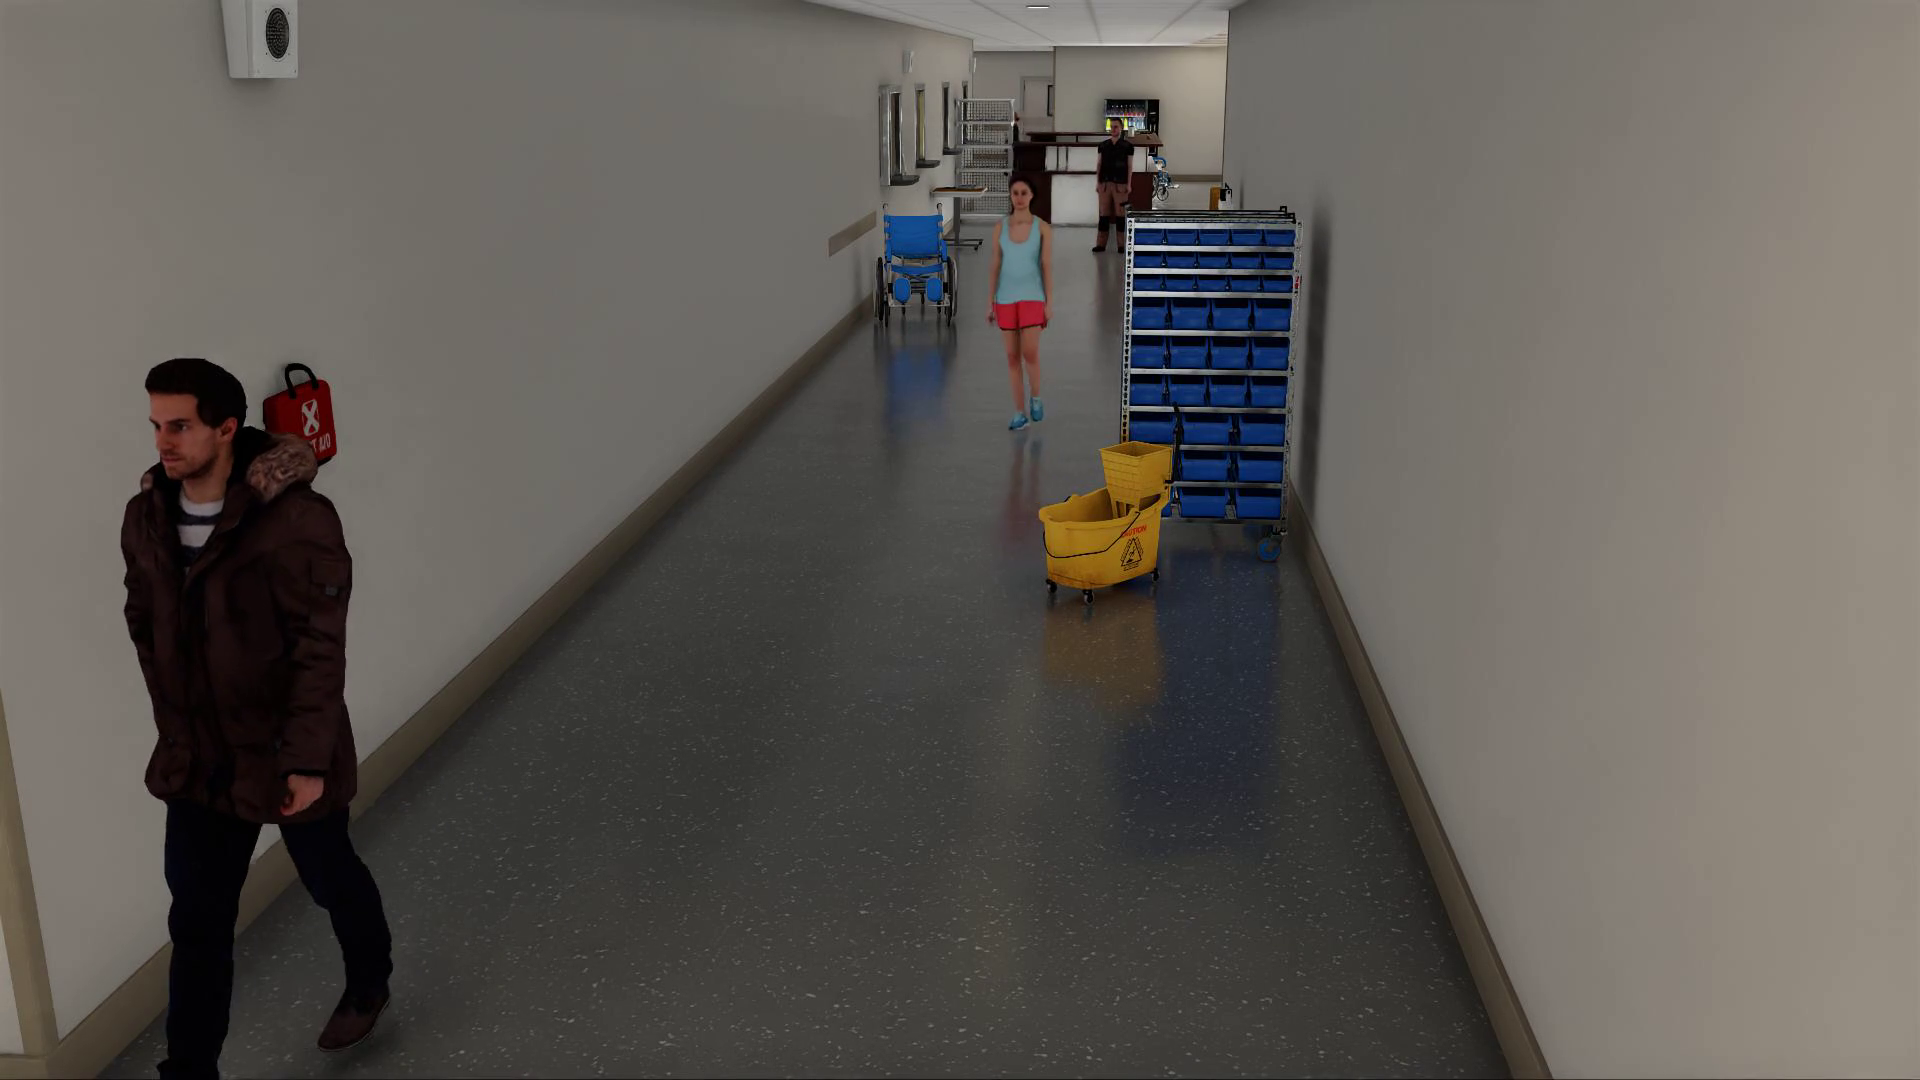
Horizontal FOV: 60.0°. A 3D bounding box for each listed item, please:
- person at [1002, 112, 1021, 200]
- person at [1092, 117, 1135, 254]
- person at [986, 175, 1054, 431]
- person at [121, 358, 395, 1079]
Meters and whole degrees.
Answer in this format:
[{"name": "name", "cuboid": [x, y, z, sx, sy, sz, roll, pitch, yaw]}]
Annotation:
[{"name": "person", "cuboid": [1.113, -7.554, 32.682, 0.690, 1.679, 0.699, -3, 16, -9]}, {"name": "person", "cuboid": [2.141, -4.928, 23.070, 0.635, 1.841, 0.807, 6, 17, 21]}, {"name": "person", "cuboid": [0.442, -1.645, 11.585, 0.666, 1.755, 0.728, 5, 17, 18]}, {"name": "person", "cuboid": [-1.613, 0.481, 3.965, 1.120, 1.798, 0.900, 3, 16, 12]}]
